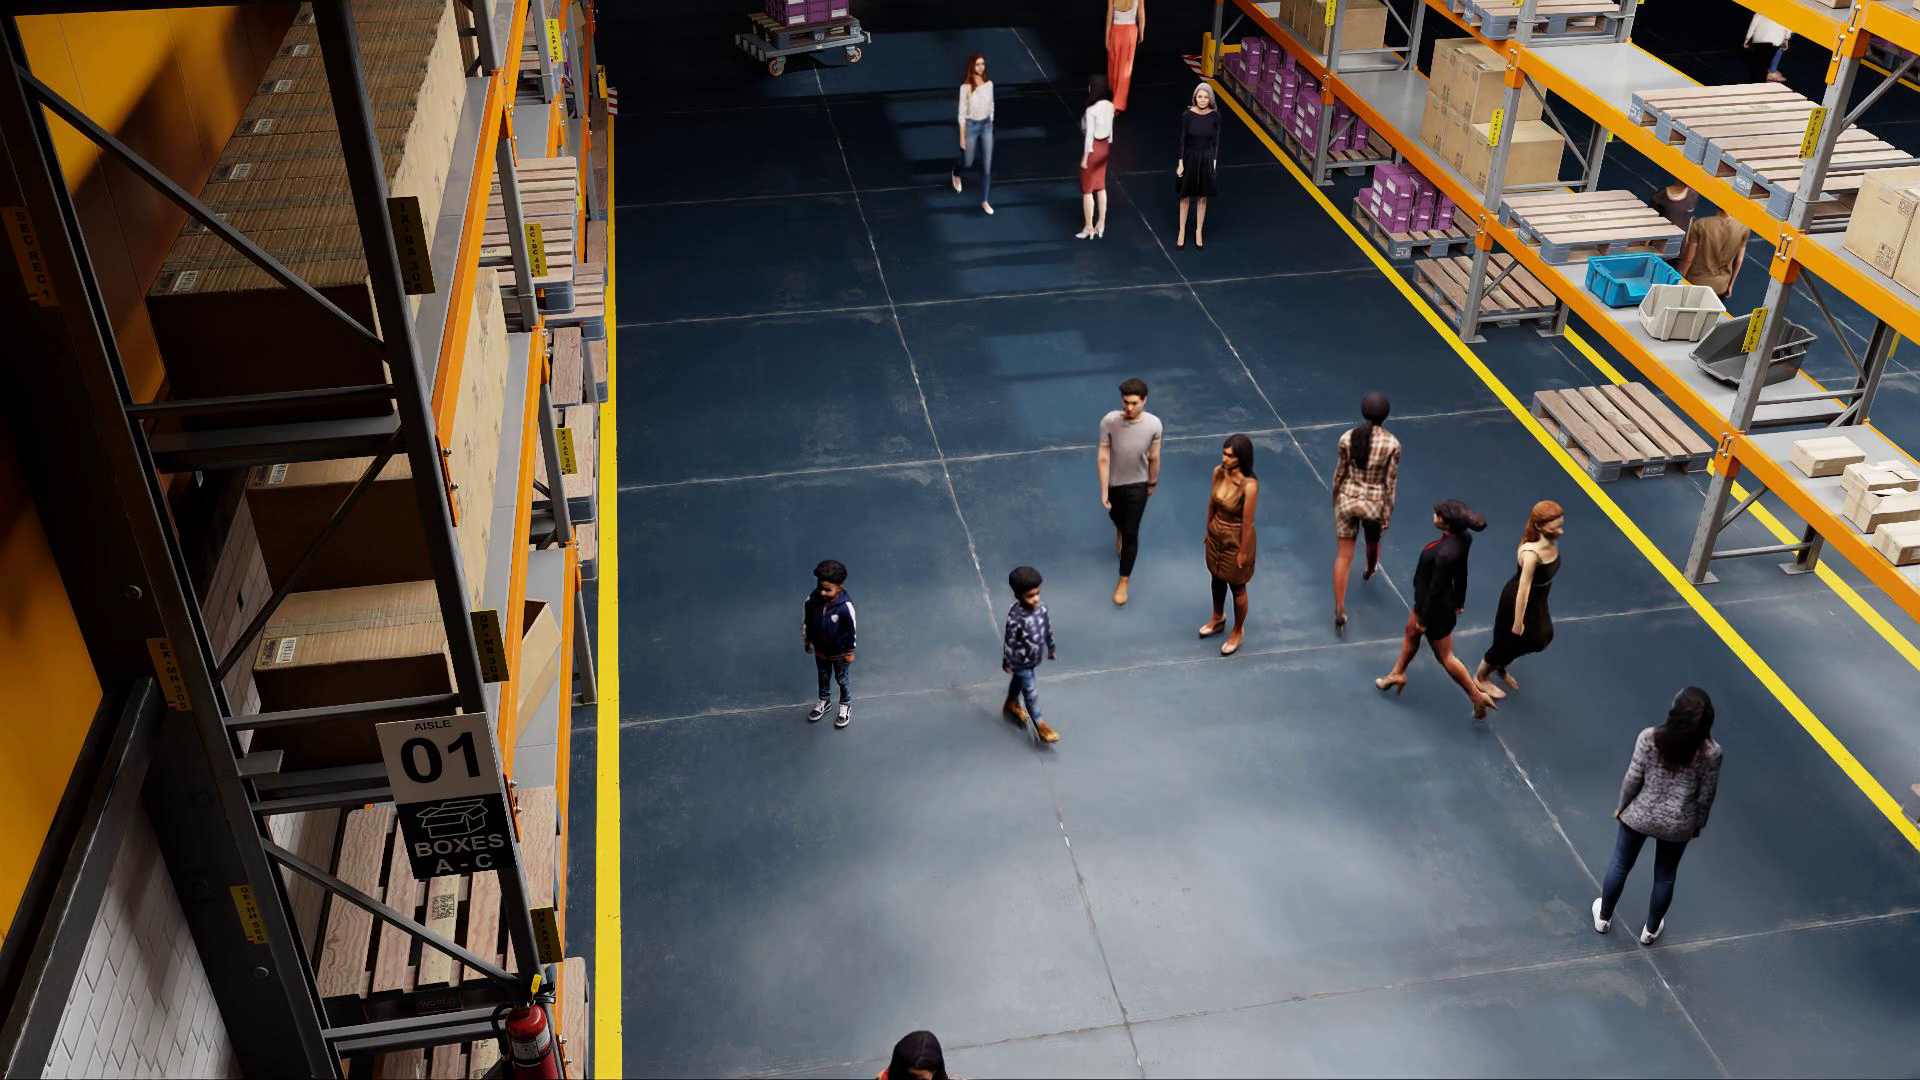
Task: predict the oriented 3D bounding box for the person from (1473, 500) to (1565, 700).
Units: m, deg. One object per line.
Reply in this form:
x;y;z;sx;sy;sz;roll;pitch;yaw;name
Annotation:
3.623;0.384;10.826;0.789;1.600;0.733;28;42;35;person

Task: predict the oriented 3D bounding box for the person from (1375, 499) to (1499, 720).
3.142;0.492;10.661;1.061;1.604;1.036;18;38;25;person

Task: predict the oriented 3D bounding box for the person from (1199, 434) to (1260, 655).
1.847;0.013;11.307;0.693;1.686;0.583;-22;39;-29;person

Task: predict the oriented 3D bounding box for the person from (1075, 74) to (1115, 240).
1.412;-3.945;17.205;0.729;1.749;0.691;26;42;34;person

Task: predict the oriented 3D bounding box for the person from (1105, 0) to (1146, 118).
1.997;-6.069;20.398;0.969;1.751;1.324;7;34;11;person

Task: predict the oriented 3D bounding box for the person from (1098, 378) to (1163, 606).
1.210;-0.465;12.037;0.928;1.674;1.254;7;34;10;person

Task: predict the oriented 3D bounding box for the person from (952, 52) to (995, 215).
0.138;-4.430;17.972;0.746;1.706;1.075;-14;36;-20;person

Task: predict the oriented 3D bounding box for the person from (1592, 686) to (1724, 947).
3.797;1.493;9.040;0.688;1.732;0.702;13;36;19;person

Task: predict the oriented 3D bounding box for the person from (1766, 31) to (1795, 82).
10.801;-6.830;21.667;0.718;1.614;0.582;7;34;11;person

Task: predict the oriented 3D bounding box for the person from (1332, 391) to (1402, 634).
2.742;-0.139;11.485;0.974;1.741;1.165;14;36;20;person

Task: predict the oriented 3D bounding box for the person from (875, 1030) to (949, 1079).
-0.145;2.706;7.275;0.950;1.664;1.215;9;35;13;person

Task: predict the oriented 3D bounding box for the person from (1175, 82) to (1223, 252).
2.427;-3.816;17.013;0.644;1.747;0.629;1;34;2;person

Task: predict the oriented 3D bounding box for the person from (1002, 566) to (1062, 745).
0.389;0.694;10.699;0.754;1.225;0.882;-27;42;-35;person

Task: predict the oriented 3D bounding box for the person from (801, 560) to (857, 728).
-0.831;0.655;10.761;0.597;1.221;0.624;12;35;17;person
